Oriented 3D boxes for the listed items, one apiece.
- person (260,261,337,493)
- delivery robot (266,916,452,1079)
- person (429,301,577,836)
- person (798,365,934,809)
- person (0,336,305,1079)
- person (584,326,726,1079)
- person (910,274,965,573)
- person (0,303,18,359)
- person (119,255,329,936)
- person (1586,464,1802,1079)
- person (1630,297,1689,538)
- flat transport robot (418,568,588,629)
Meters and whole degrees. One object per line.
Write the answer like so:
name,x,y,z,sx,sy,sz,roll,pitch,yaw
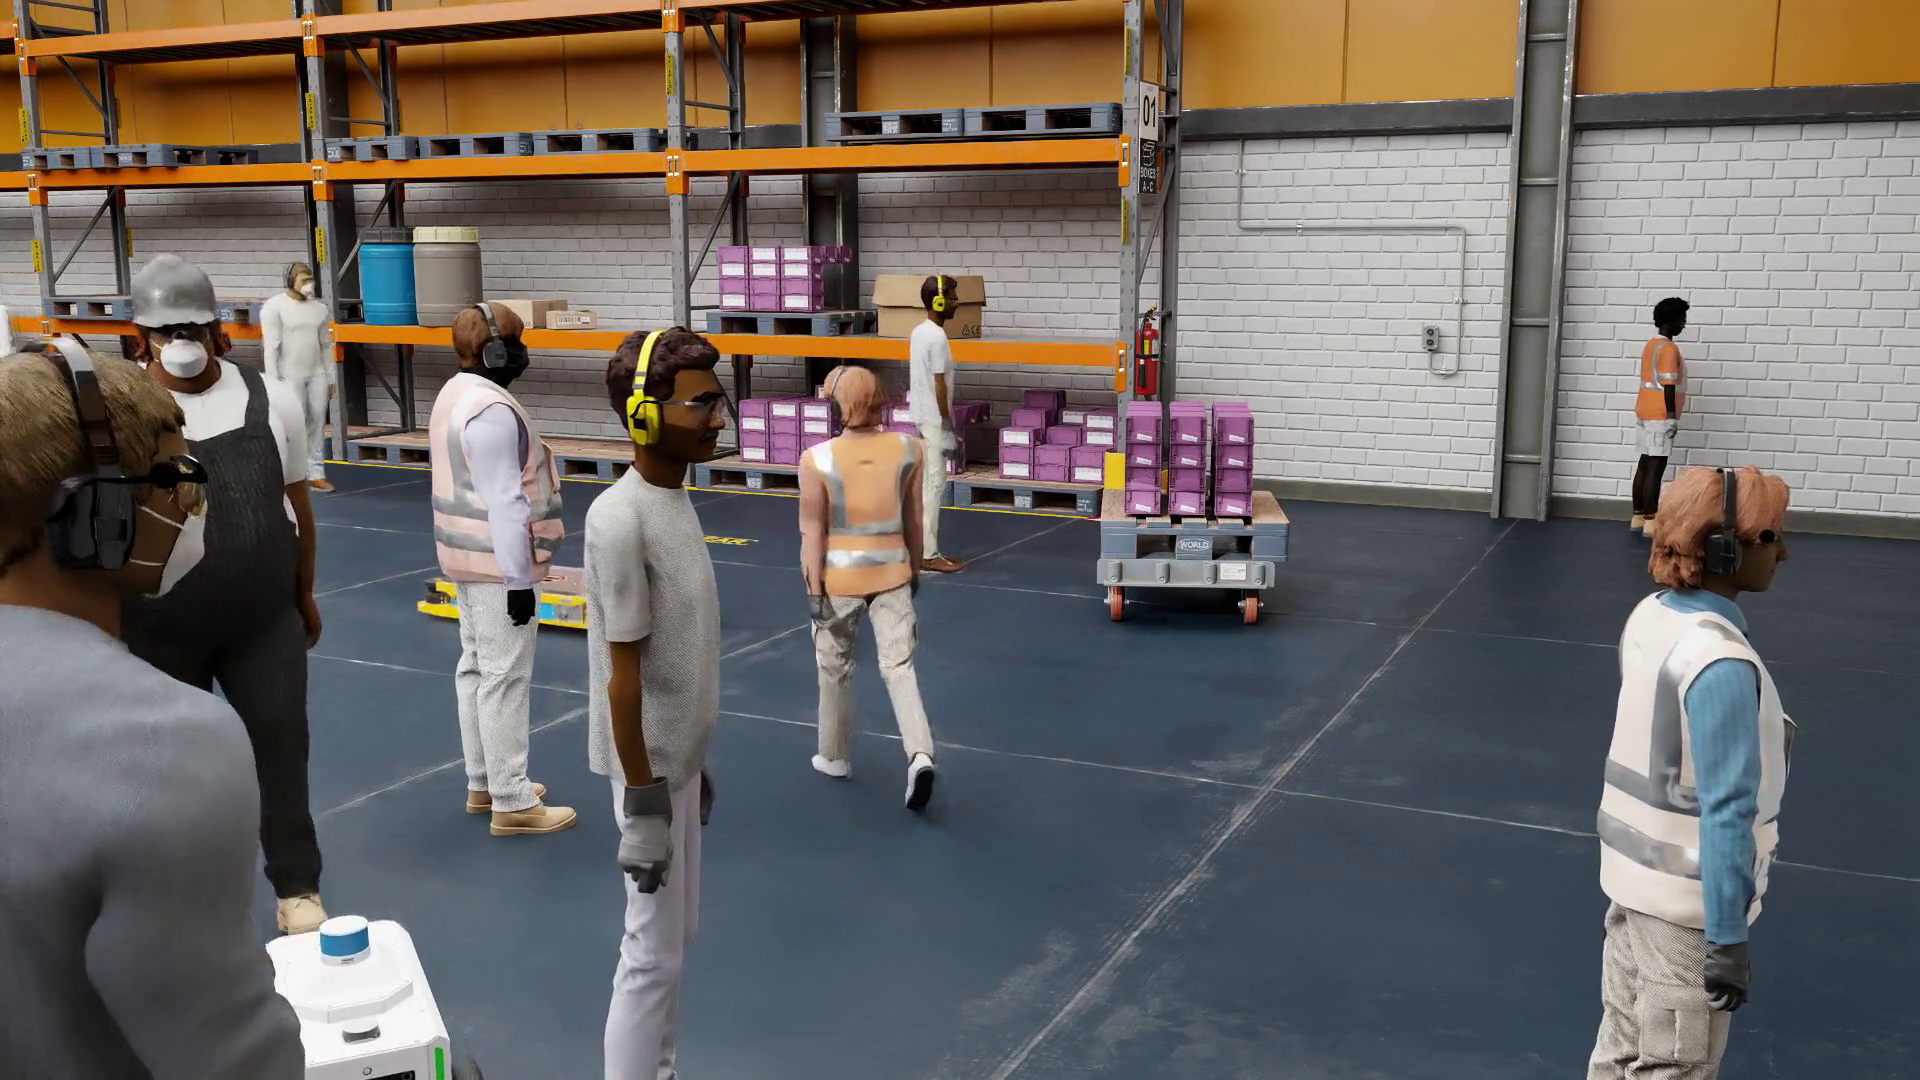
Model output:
person,-5.496,-1.349,13.849,0.571,1.927,0.649,6,12,31
delivery robot,-1.342,1.072,3.660,0.477,0.478,0.707,-5,11,-25
person,-1.599,0.099,5.807,0.429,1.846,0.625,-6,11,-30
person,-0.333,0.162,6.111,0.512,1.606,0.762,-4,11,-21
person,-0.932,0.751,1.812,0.635,1.937,0.353,6,11,30
person,-0.609,0.491,3.494,0.312,1.869,0.535,0,10,1
person,-0.157,-0.723,10.460,0.305,1.863,0.533,-3,10,-15
person,-8.938,-1.574,15.413,0.617,1.826,1.010,5,11,27
person,-2.166,0.179,4.788,0.697,2.000,0.854,-6,12,-32
person,1.350,0.673,3.108,0.309,1.639,0.523,1,10,6
person,4.951,-0.865,11.757,0.319,1.694,0.533,1,10,7
flat transport robot,-2.192,0.310,9.098,1.431,0.197,0.652,5,11,25
